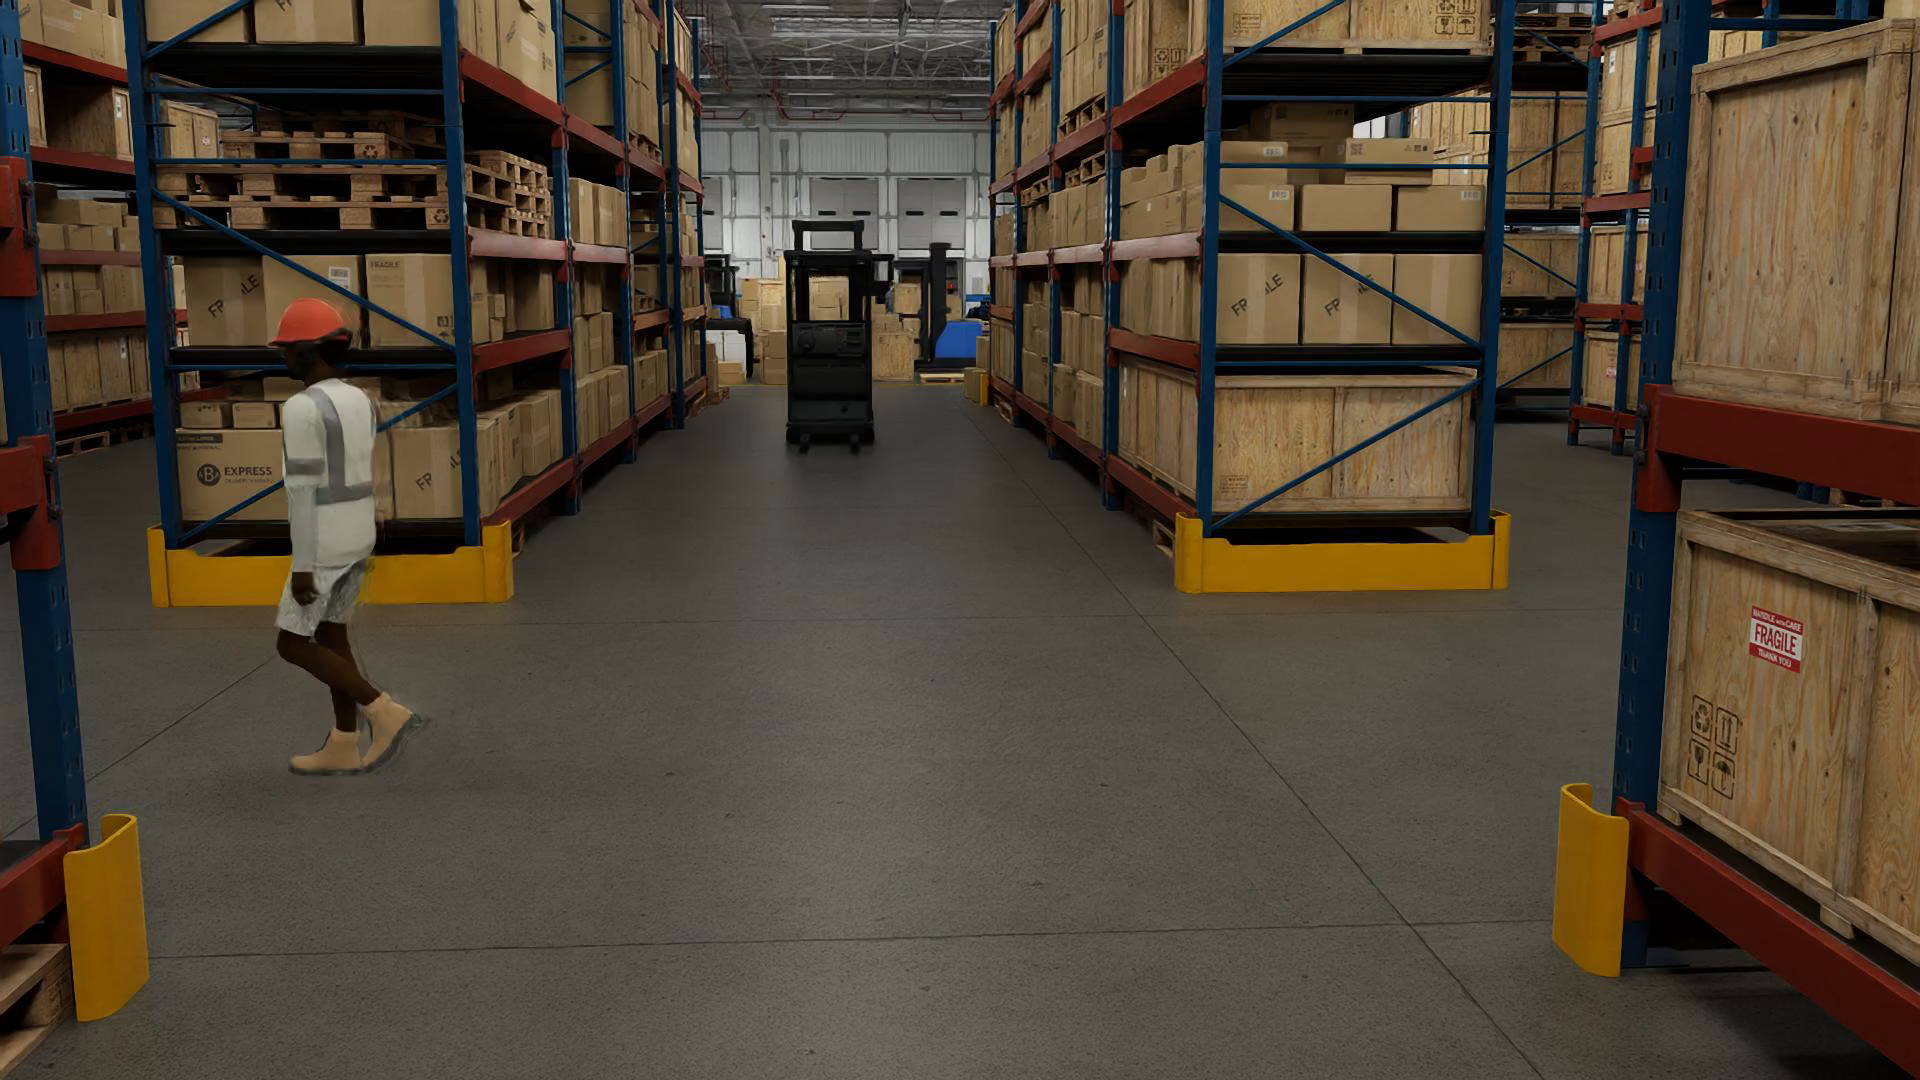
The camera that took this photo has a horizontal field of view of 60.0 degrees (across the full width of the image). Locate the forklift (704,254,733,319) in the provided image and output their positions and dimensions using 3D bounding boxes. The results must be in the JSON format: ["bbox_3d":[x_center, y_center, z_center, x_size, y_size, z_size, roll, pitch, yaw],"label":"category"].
[{"bbox_3d":[-8.207,-8.253,56.154,1.129,2.768,1.873,1,9,9],"label":"forklift"}]

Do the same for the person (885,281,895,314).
[{"bbox_3d":[-2.069,-7.090,51.841,0.628,1.931,0.383,6,11,31],"label":"person"}]

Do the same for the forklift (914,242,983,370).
[{"bbox_3d":[-0.455,-5.164,36.755,1.873,2.768,1.129,-1,9,-4],"label":"forklift"}]

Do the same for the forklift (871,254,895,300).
[{"bbox_3d":[-2.650,-8.203,55.838,1.129,2.768,1.873,-5,10,-30],"label":"forklift"}]

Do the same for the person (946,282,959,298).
[{"bbox_3d":[-0.227,-6.651,49.113,0.565,1.912,0.541,-4,10,-24],"label":"person"}]

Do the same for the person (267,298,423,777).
[{"bbox_3d":[-2.572,0.019,6.886,0.526,2.023,0.626,1,9,5],"label":"person"}]

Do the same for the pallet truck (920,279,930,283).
[{"bbox_3d":[-0.932,-8.922,63.114,1.885,1.965,0.823,2,9,13],"label":"pallet truck"}]

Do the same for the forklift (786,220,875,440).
[{"bbox_3d":[-1.704,-2.769,21.716,1.129,2.768,1.873,-1,9,-4],"label":"forklift"}]
